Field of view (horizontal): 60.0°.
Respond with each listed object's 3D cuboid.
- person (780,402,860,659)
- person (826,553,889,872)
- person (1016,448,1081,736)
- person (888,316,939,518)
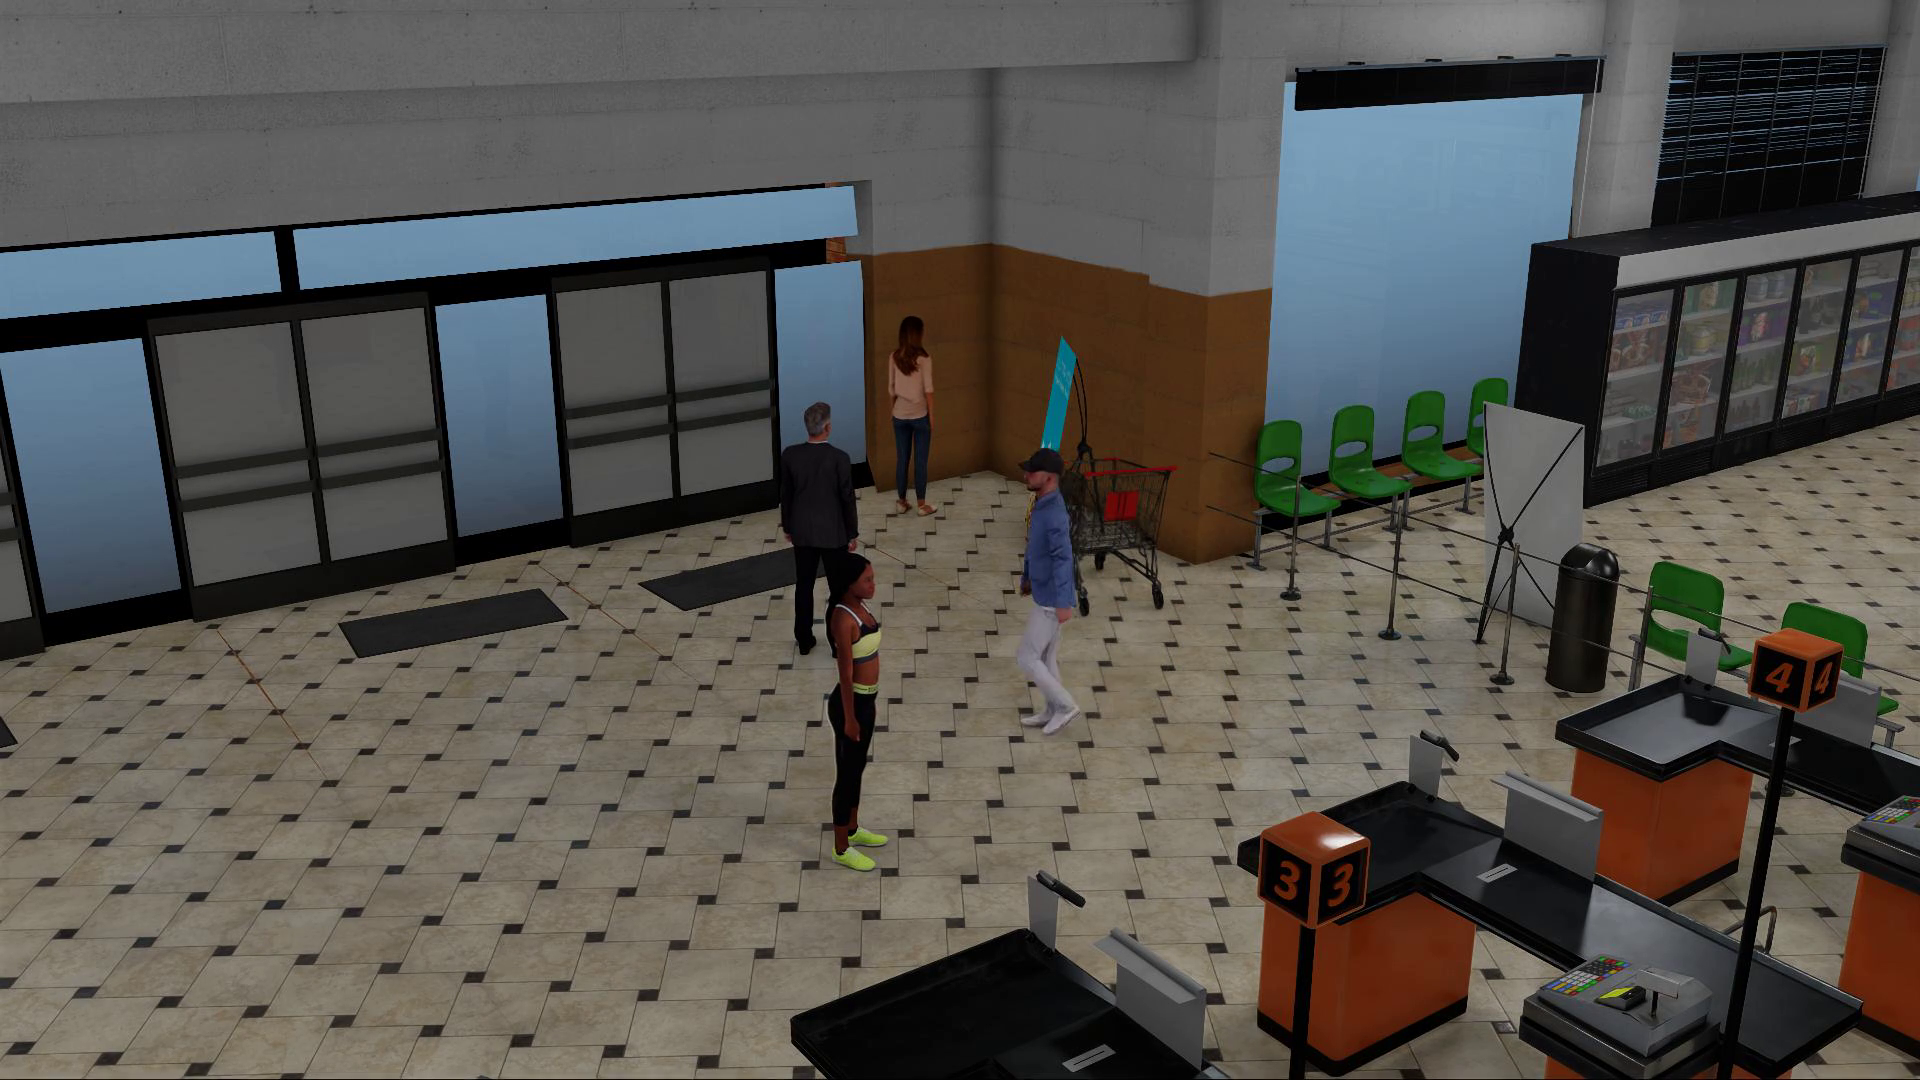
[{"bbox_3d":[-0.980,-0.075,11.684,0.778,1.840,0.871,5,19,15],"label":"person"},{"bbox_3d":[-0.580,0.900,8.927,0.695,1.755,0.639,4,19,11],"label":"person"},{"bbox_3d":[0.651,0.334,10.418,0.860,1.874,0.777,1,19,2],"label":"person"},{"bbox_3d":[-0.435,-1.100,14.802,0.612,1.790,0.730,10,21,26],"label":"person"}]
